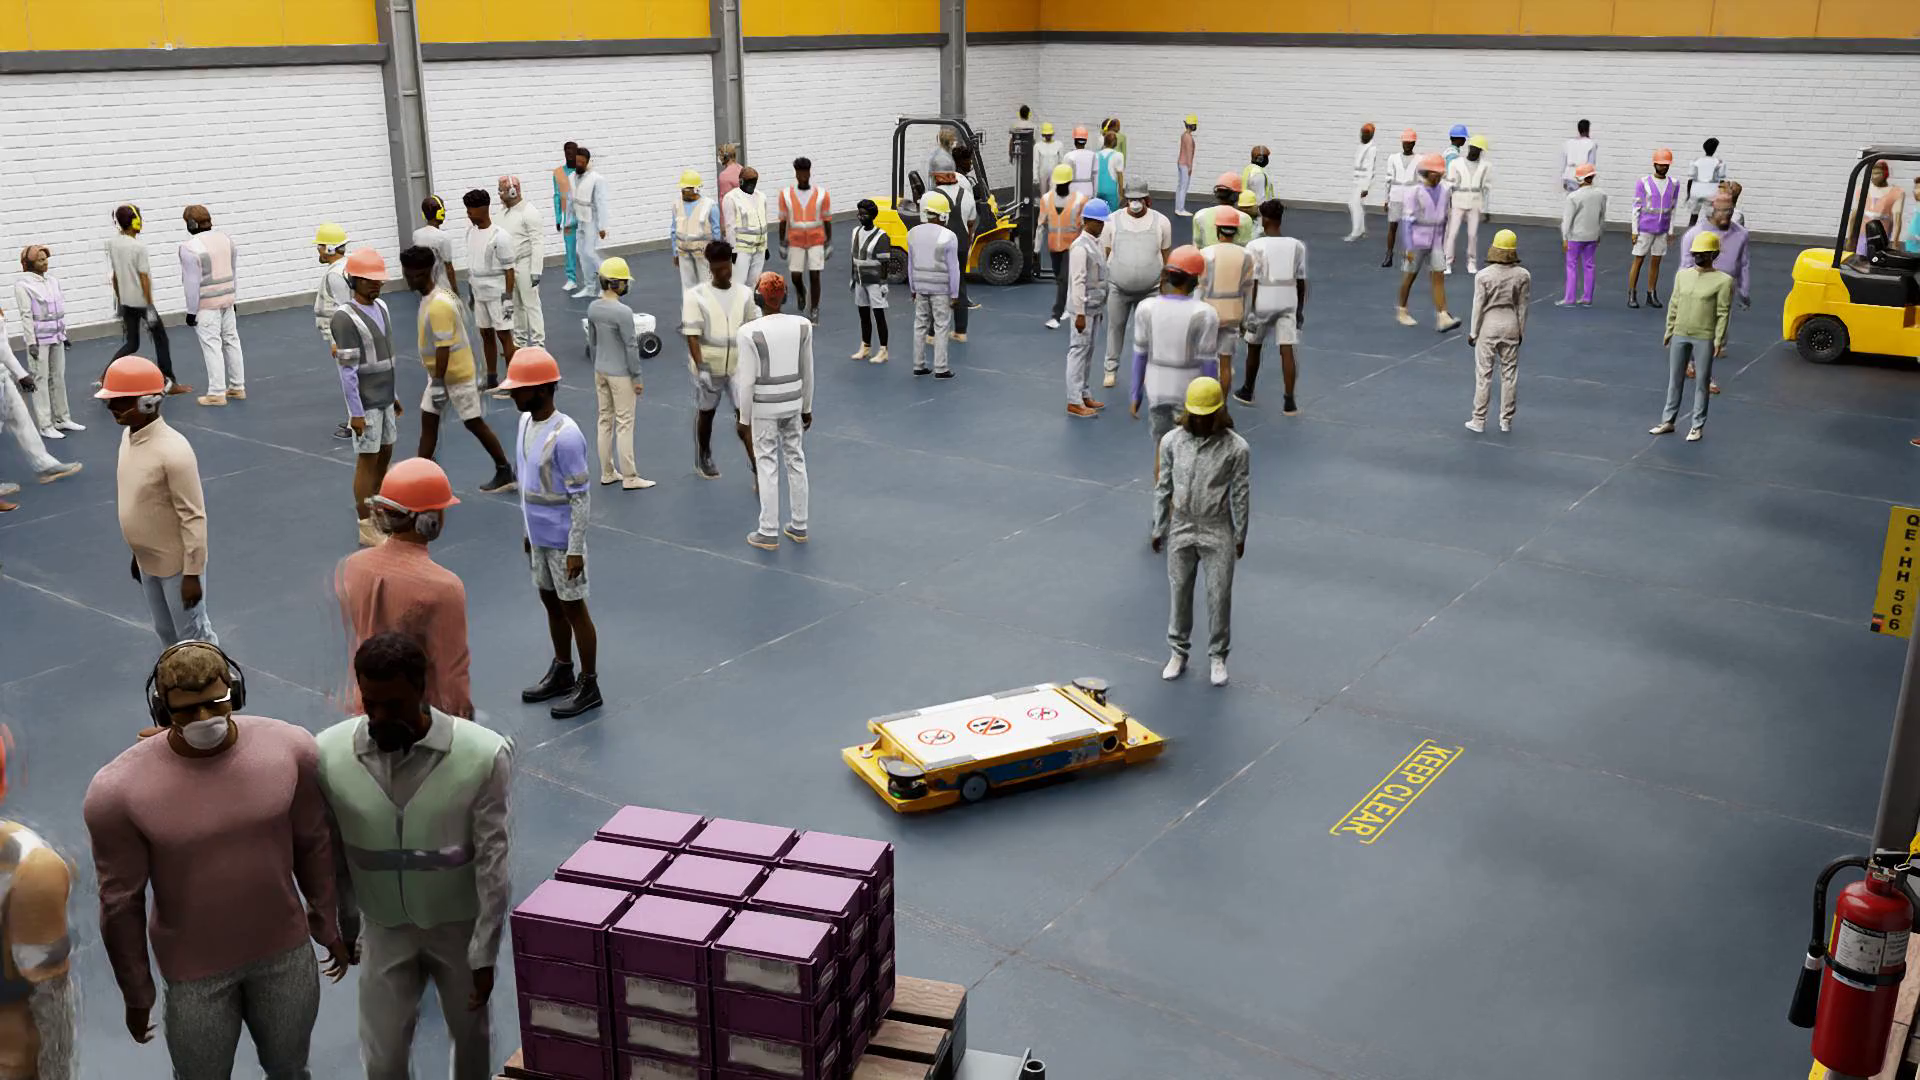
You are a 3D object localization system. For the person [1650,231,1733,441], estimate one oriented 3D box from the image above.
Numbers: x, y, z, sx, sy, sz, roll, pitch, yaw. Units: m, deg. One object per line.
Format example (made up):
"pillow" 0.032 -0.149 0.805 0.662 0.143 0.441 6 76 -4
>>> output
"person" 6.222 -1.726 14.098 0.314 1.769 0.524 -14 23 -38

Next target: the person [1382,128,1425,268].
"person" 6.272 -4.824 23.506 0.545 1.943 0.347 6 19 19

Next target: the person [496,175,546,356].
"person" -4.620 -2.837 17.354 0.652 1.902 0.402 14 22 37

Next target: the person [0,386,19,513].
"person" -7.163 -0.981 12.013 0.510 1.620 0.326 2 18 5

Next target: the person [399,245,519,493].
"person" -3.825 -1.236 12.330 0.987 1.904 0.620 -10 20 -28

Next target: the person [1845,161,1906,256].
"person" 10.939 -3.606 19.906 0.626 1.813 0.623 16 23 40

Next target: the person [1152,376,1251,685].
"person" 1.288 -0.041 8.900 0.498 1.727 0.401 7 19 20

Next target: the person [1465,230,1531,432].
"person" 4.637 -1.800 14.367 0.483 1.745 0.299 0 18 -1

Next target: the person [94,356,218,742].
"person" -3.849 0.091 8.043 0.609 1.996 0.383 15 23 38

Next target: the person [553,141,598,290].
"person" -4.981 -4.223 21.665 0.592 1.916 0.383 1 18 3

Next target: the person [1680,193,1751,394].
"person" 7.261 -2.418 16.095 0.637 1.875 0.929 -3 18 -8

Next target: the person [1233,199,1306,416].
"person" 2.864 -2.118 15.132 0.633 1.903 0.852 -4 18 -13

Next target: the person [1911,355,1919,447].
"person" 8.226 -1.556 13.781 0.498 1.634 0.281 3 18 10

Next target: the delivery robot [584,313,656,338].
"delivery robot" -3.582 -2.238 17.507 0.707 0.478 0.477 -10 20 -28

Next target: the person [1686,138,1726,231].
"person" 11.227 -5.197 25.072 0.540 1.696 0.317 11 21 31

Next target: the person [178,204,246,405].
"person" -6.929 -2.170 15.371 0.429 1.842 0.626 5 19 16

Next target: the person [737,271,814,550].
"person" -1.247 -0.870 11.232 0.584 1.882 0.347 -14 22 -37

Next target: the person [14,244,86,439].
"person" -7.805 -1.699 14.216 0.314 1.641 0.515 2 18 7

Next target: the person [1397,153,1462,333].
"person" 5.316 -3.349 18.804 0.640 1.986 1.041 -6 19 -19

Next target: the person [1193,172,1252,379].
"person" 2.591 -2.601 16.423 0.612 2.030 0.407 11 21 31

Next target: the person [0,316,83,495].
"person" -7.169 -1.265 12.514 0.779 1.848 0.594 -11 21 -30

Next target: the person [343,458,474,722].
"person" -2.036 0.658 6.307 0.660 1.971 0.459 9 20 27

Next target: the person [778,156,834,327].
"person" -1.777 -3.462 19.231 0.638 1.946 0.586 -1 18 -3

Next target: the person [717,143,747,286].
"person" -2.877 -4.068 21.171 0.379 1.931 0.625 5 18 15

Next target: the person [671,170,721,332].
"person" -2.985 -3.245 18.749 0.591 1.829 0.404 6 19 17

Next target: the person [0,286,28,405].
"person" -8.933 -2.160 15.164 0.615 1.943 0.395 10 20 29

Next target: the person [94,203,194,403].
"person" -7.686 -2.190 15.449 0.531 1.839 0.855 8 20 25

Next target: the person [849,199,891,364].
"person" -0.927 -2.670 17.178 0.320 1.694 0.535 -17 24 -42

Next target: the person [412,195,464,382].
"person" -4.968 -2.341 15.879 0.521 1.860 0.319 12 21 34

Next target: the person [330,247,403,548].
"person" -3.943 -0.956 11.246 0.387 2.039 0.614 2 18 6

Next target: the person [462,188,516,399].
"person" -4.415 -2.307 15.605 0.603 1.958 0.391 13 22 35

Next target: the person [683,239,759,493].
"person" -1.776 -1.308 12.596 0.604 1.886 1.060 -9 20 -26
